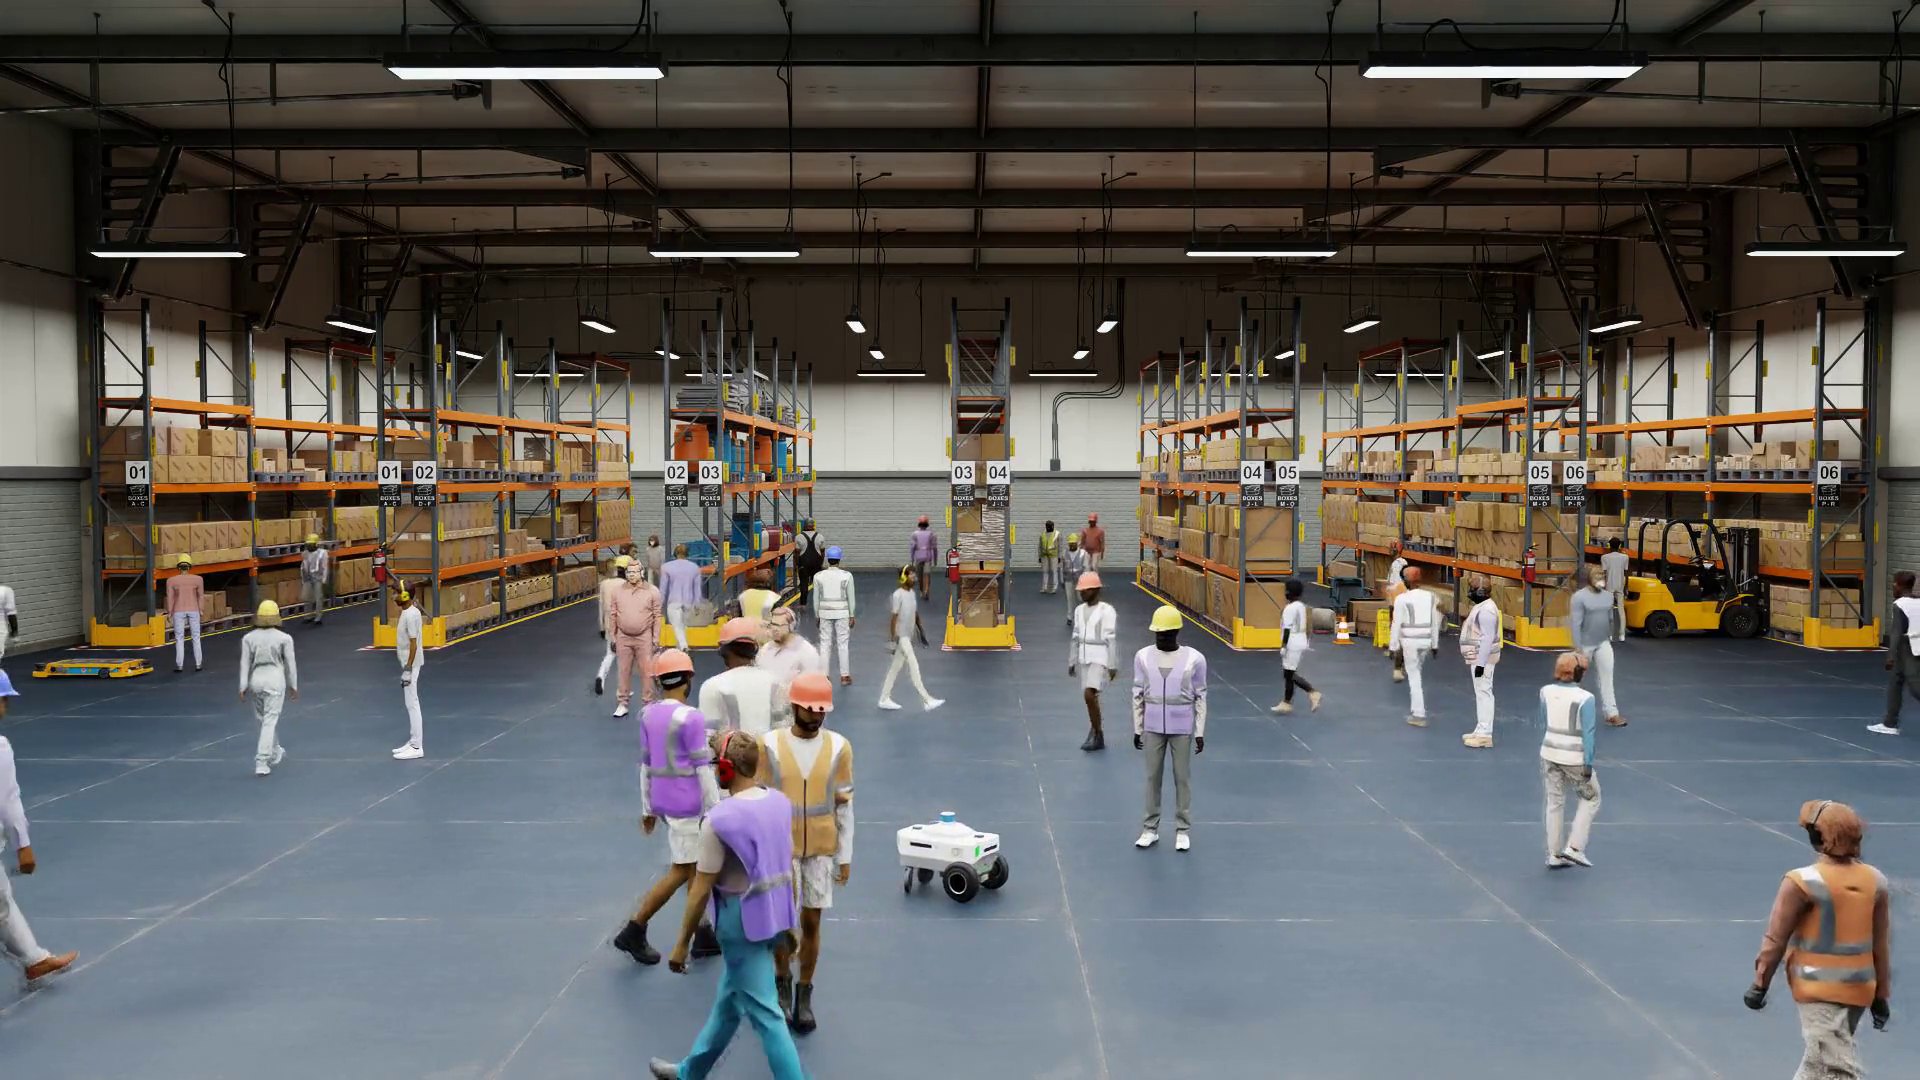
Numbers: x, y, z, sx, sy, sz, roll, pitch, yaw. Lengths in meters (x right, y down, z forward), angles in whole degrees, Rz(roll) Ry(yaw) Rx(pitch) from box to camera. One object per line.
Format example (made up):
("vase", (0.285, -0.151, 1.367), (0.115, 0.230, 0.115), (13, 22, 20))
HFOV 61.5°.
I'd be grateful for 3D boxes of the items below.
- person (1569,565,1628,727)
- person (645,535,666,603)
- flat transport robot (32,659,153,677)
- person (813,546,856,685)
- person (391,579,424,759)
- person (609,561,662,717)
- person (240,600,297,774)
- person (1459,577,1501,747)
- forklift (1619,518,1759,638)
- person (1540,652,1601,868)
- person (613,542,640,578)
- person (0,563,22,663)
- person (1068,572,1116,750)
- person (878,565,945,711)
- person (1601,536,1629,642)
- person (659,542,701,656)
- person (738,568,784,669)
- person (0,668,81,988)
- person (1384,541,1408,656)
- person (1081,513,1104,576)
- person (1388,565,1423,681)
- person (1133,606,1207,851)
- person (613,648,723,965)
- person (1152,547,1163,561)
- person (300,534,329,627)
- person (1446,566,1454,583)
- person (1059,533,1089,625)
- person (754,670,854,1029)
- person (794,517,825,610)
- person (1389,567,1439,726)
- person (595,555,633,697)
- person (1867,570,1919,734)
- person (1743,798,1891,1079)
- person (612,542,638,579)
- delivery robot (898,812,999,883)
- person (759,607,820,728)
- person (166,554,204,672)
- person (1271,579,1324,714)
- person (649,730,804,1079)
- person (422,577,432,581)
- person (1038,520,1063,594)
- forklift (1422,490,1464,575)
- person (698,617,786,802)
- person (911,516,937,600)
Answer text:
("person", (7.485, 1.239, 19.144), (0.654, 1.891, 1.033), (-1, 2, -17))
("person", (-6.934, 0.686, 36.764), (0.513, 1.587, 0.876), (1, 2, 14))
("flat transport robot", (-12.715, 1.874, 23.691), (1.431, 0.197, 0.652), (0, 2, 0))
("person", (-1.767, 1.064, 22.746), (0.603, 1.949, 0.384), (0, 2, 7))
("person", (-5.779, 1.339, 16.883), (0.328, 1.865, 0.519), (-1, 2, -18))
("person", (-3.976, 1.205, 19.736), (0.641, 1.908, 0.408), (0, 2, -1))
("person", (-6.887, 1.449, 16.126), (0.500, 1.691, 0.925), (0, 2, -4))
("person", (5.674, 1.320, 17.627), (0.430, 1.845, 0.619), (1, 2, 17))
("forklift", (13.417, 0.684, 29.791), (2.313, 2.155, 1.214), (0, 2, 0))
("person", (4.561, 1.649, 12.091), (0.375, 1.625, 0.516), (-1, 3, -31))
("person", (-5.704, 0.940, 27.602), (0.556, 1.806, 0.479), (-2, 3, -44))
("person", (-11.936, 1.179, 19.949), (0.606, 1.933, 0.816), (0, 2, -1))
("person", (1.365, 1.298, 17.240), (0.604, 1.913, 0.568), (-2, 3, -38))
("person", (-0.614, 1.228, 20.229), (0.967, 1.817, 0.542), (1, 2, 21))
("person", (11.621, 0.866, 28.689), (0.518, 1.874, 0.326), (0, 2, 3))
("person", (-4.337, 0.991, 25.205), (0.641, 1.914, 0.911), (-1, 3, -32))
("person", (-2.316, 1.253, 19.506), (0.662, 1.822, 0.672), (1, 3, 30))
("person", (-5.409, 1.641, 8.953), (0.649, 1.888, 1.029), (2, 3, 34))
("person", (7.120, 0.954, 26.334), (0.355, 1.882, 0.575), (1, 3, 27))
("person", (3.400, 0.298, 41.560), (0.642, 1.982, 0.435), (1, 2, 19))
("person", (6.455, 1.184, 23.303), (0.878, 1.650, 0.534), (-2, 3, -40))
("person", (1.646, 1.474, 12.735), (0.590, 1.923, 0.383), (1, 2, 22))
("person", (-1.746, 1.618, 9.816), (0.774, 1.889, 0.579), (-1, 3, -32))
("person", (5.570, 0.192, 46.343), (0.732, 1.809, 0.621), (1, 2, 19))
("person", (-12.589, 0.790, 31.385), (0.596, 1.814, 0.542), (0, 2, 6))
("person", (12.786, 0.269, 42.165), (0.609, 1.996, 0.383), (0, 2, 10))
("person", (2.276, 0.765, 32.053), (0.600, 1.814, 0.698), (0, 2, 10))
("person", (-0.835, 1.643, 8.572), (0.567, 1.914, 0.462), (-1, 2, -15))
("person", (-3.334, 0.531, 35.560), (0.683, 2.000, 0.536), (-1, 2, -17))
("person", (5.350, 1.244, 19.180), (0.602, 1.862, 0.662), (-1, 2, -22))
("person", (-4.518, 1.145, 21.261), (0.606, 1.899, 0.620), (1, 2, 18))
("person", (10.757, 1.282, 18.172), (0.582, 1.882, 0.943), (-2, 3, -41))
("person", (3.562, 1.875, 6.724), (0.516, 1.595, 0.855), (-1, 2, -20))
("person", (-6.683, 0.851, 32.293), (0.525, 1.612, 0.585), (-1, 2, -18))
("delivery robot", (-0.086, 2.174, 11.446), (0.707, 0.478, 0.477), (1, 3, 32))
("person", (-1.420, 1.476, 13.479), (0.652, 1.863, 0.993), (2, 3, 34))
("person", (-11.645, 1.093, 24.275), (0.523, 1.769, 0.324), (-1, 3, -33))
("person", (4.139, 1.310, 19.791), (0.641, 1.680, 0.538), (1, 3, 27))
("person", (-1.035, 1.756, 7.277), (1.012, 1.784, 0.574), (1, 3, 26))
("person", (-10.932, 0.645, 33.420), (0.542, 1.938, 0.358), (1, 2, 24))
("person", (2.244, 0.417, 40.384), (0.633, 1.839, 0.429), (1, 3, 26))
("forklift", (13.926, -0.371, 47.846), (1.873, 2.768, 1.129), (0, 2, 0))
("person", (-1.441, 1.522, 10.492), (0.724, 2.010, 0.561), (-2, 3, -44))
("person", (-0.858, 0.425, 38.157), (0.615, 2.014, 0.930), (0, 2, 0))
